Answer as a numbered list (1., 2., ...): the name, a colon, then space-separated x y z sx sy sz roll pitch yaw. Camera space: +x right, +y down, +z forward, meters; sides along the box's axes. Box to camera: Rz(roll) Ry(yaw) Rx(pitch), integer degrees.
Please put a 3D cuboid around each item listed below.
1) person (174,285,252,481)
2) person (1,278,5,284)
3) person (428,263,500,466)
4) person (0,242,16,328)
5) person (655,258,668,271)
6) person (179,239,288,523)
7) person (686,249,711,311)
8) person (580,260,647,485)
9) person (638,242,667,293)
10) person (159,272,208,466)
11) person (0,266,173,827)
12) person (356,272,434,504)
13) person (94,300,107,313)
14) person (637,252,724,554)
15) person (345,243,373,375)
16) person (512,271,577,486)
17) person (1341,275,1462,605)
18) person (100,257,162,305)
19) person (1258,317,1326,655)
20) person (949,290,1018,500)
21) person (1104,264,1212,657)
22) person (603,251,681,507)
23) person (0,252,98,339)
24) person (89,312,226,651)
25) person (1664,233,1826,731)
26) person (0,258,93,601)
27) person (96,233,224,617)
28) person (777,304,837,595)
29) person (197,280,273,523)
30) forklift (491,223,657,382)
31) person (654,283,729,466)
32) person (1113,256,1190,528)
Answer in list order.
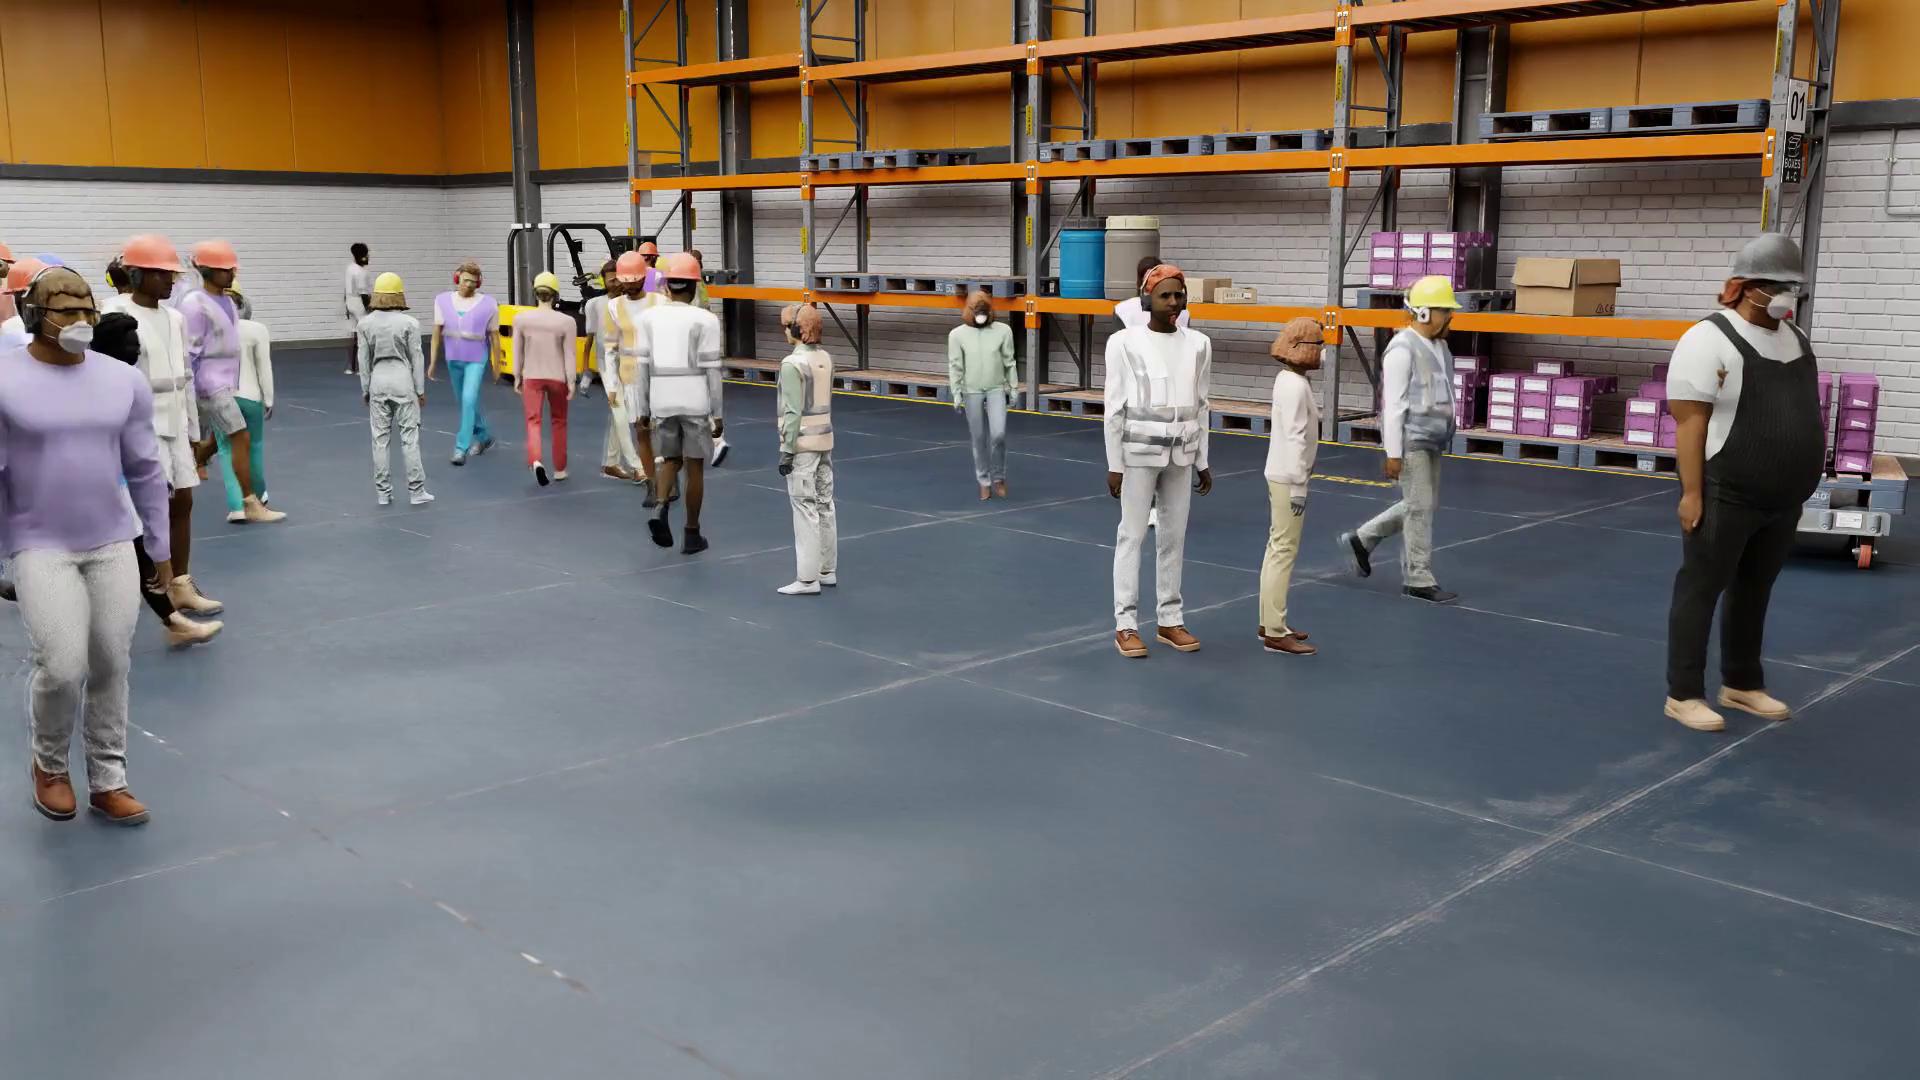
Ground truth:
1. person: -6.039 -1.372 13.455 0.990 1.903 0.640 10 14 43
2. person: -12.188 -2.768 20.761 0.382 1.996 0.608 4 11 22
3. person: -4.398 -1.595 14.940 0.598 1.787 0.965 1 10 6
4. person: -8.360 -1.601 14.454 0.630 1.971 0.505 7 13 35
5. person: -3.932 -2.887 22.170 0.767 1.717 0.605 -2 11 -12
6. person: -5.283 -1.098 11.643 0.941 2.003 0.620 0 10 -2
7. person: -3.399 -2.778 21.239 0.429 1.841 0.633 1 10 6
8. person: -2.707 -1.356 13.535 0.689 1.813 0.917 -8 13 -38
9. person: -3.974 -2.834 21.290 0.547 1.934 0.375 1 10 4
10. person: -6.847 -1.515 14.247 0.656 1.884 0.776 8 13 36
11. person: -2.974 0.046 5.616 0.436 1.920 0.649 8 13 36
12. person: -4.267 -1.136 12.547 0.487 1.744 0.313 0 10 2
13. person: -5.756 -0.814 11.241 0.507 1.595 0.879 -3 11 -17
14. person: -1.764 -0.850 10.502 0.562 1.916 0.517 2 11 13
15. person: -8.738 -3.342 24.162 0.406 1.916 0.742 -8 13 -36
16. person: -3.360 -1.296 13.453 0.528 1.733 0.774 -2 11 -8
17. person: 2.477 -0.567 9.265 0.693 1.812 0.600 8 13 39
18. person: -6.236 -1.198 12.562 0.519 1.865 0.331 -7 13 -35
19. person: 1.625 -0.270 8.126 0.270 1.632 0.504 1 10 6
20. person: 0.182 -1.098 12.689 0.528 1.603 0.452 0 10 -1
21. person: 0.963 -0.379 8.047 0.575 1.882 0.355 -5 11 -23
22. person: -2.353 -1.179 12.335 0.578 1.908 0.448 1 10 4
23. person: -5.097 -0.670 9.500 0.621 1.927 0.698 -7 12 -32
24. person: -4.042 -0.275 8.086 0.836 1.650 0.536 -3 11 -17
25. person: 3.253 -0.236 6.829 0.688 2.000 0.536 -5 11 -24
26. person: -4.836 -0.512 8.715 0.952 1.889 0.562 3 11 14
27. person: -4.263 -0.586 8.755 0.585 2.030 0.636 2 11 13
28. person: -0.867 -0.506 9.399 0.308 1.639 0.524 4 11 21
29. person: -5.202 -1.007 11.895 0.547 1.711 0.888 -4 11 -22
30. forklift: -5.316 -3.263 22.920 2.313 2.155 1.214 -10 14 -44
31. person: -2.392 -1.440 14.567 0.778 1.608 0.505 8 13 38
32. person: 1.380 -1.027 11.605 0.613 1.886 0.687 -5 12 -26
